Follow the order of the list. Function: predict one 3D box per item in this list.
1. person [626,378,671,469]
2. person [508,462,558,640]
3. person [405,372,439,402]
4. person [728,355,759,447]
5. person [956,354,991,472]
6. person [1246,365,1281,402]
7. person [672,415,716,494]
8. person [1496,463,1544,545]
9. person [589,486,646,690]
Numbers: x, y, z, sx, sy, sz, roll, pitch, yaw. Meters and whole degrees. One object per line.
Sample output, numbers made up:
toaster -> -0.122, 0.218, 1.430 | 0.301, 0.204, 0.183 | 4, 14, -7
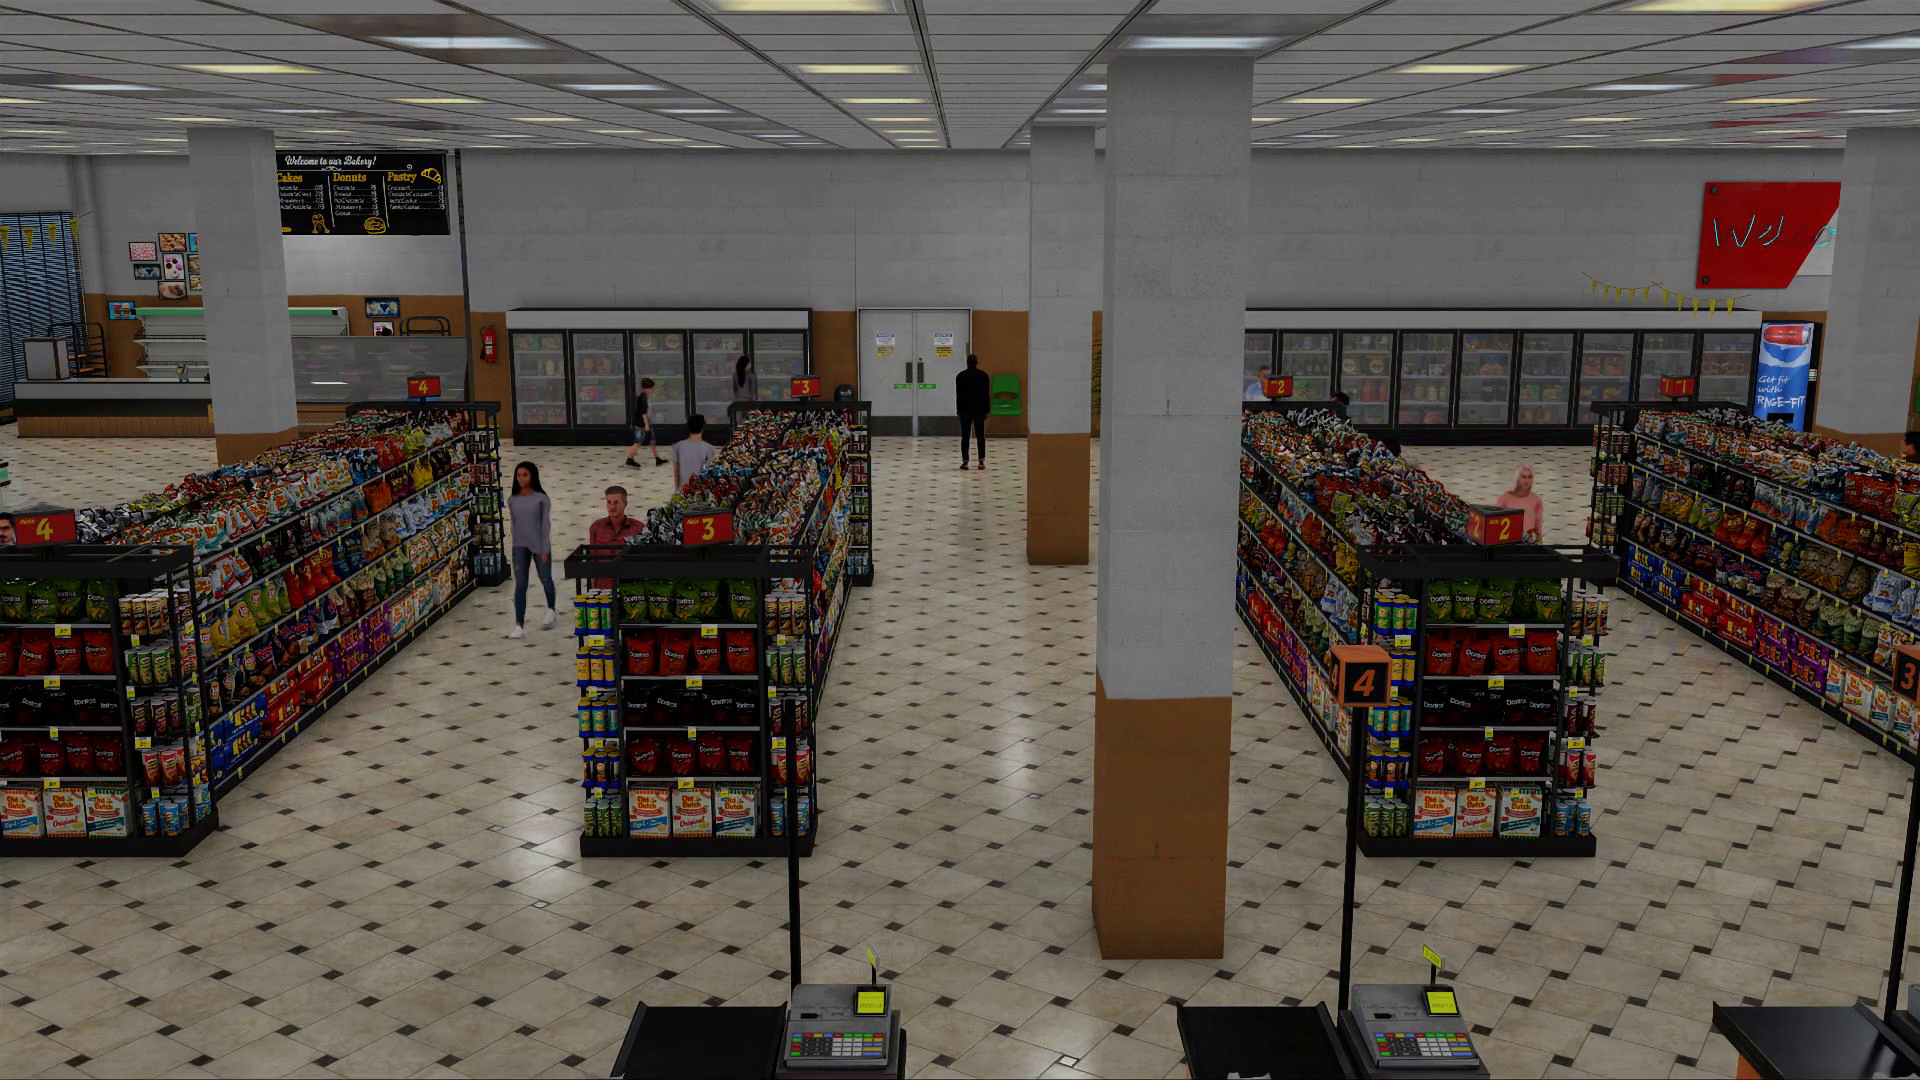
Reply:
person -> -5.025, -1.818, 26.097 | 0.676, 1.414, 0.882 | 0, 12, 2
person -> -4.157, 0.094, 16.356 | 0.688, 1.688, 1.203 | 2, 12, 7
person -> -7.590, -1.485, 23.524 | 0.661, 1.823, 0.575 | 1, 12, 4
person -> -3.561, -2.156, 27.147 | 0.939, 1.642, 1.167 | 6, 13, 26
person -> 0.198, -2.002, 25.989 | 0.713, 1.818, 0.625 | -1, 12, -6
person -> 4.398, -1.671, 24.471 | 0.800, 1.796, 1.088 | -2, 12, -9
person -> -3.001, -0.449, 18.569 | 0.704, 1.836, 1.135 | 1, 12, 3
person -> 5.464, 0.099, 16.337 | 0.608, 1.684, 1.042 | 0, 12, 0
person -> -2.956, 0.426, 14.429 | 0.677, 1.831, 0.533 | 0, 12, -1
